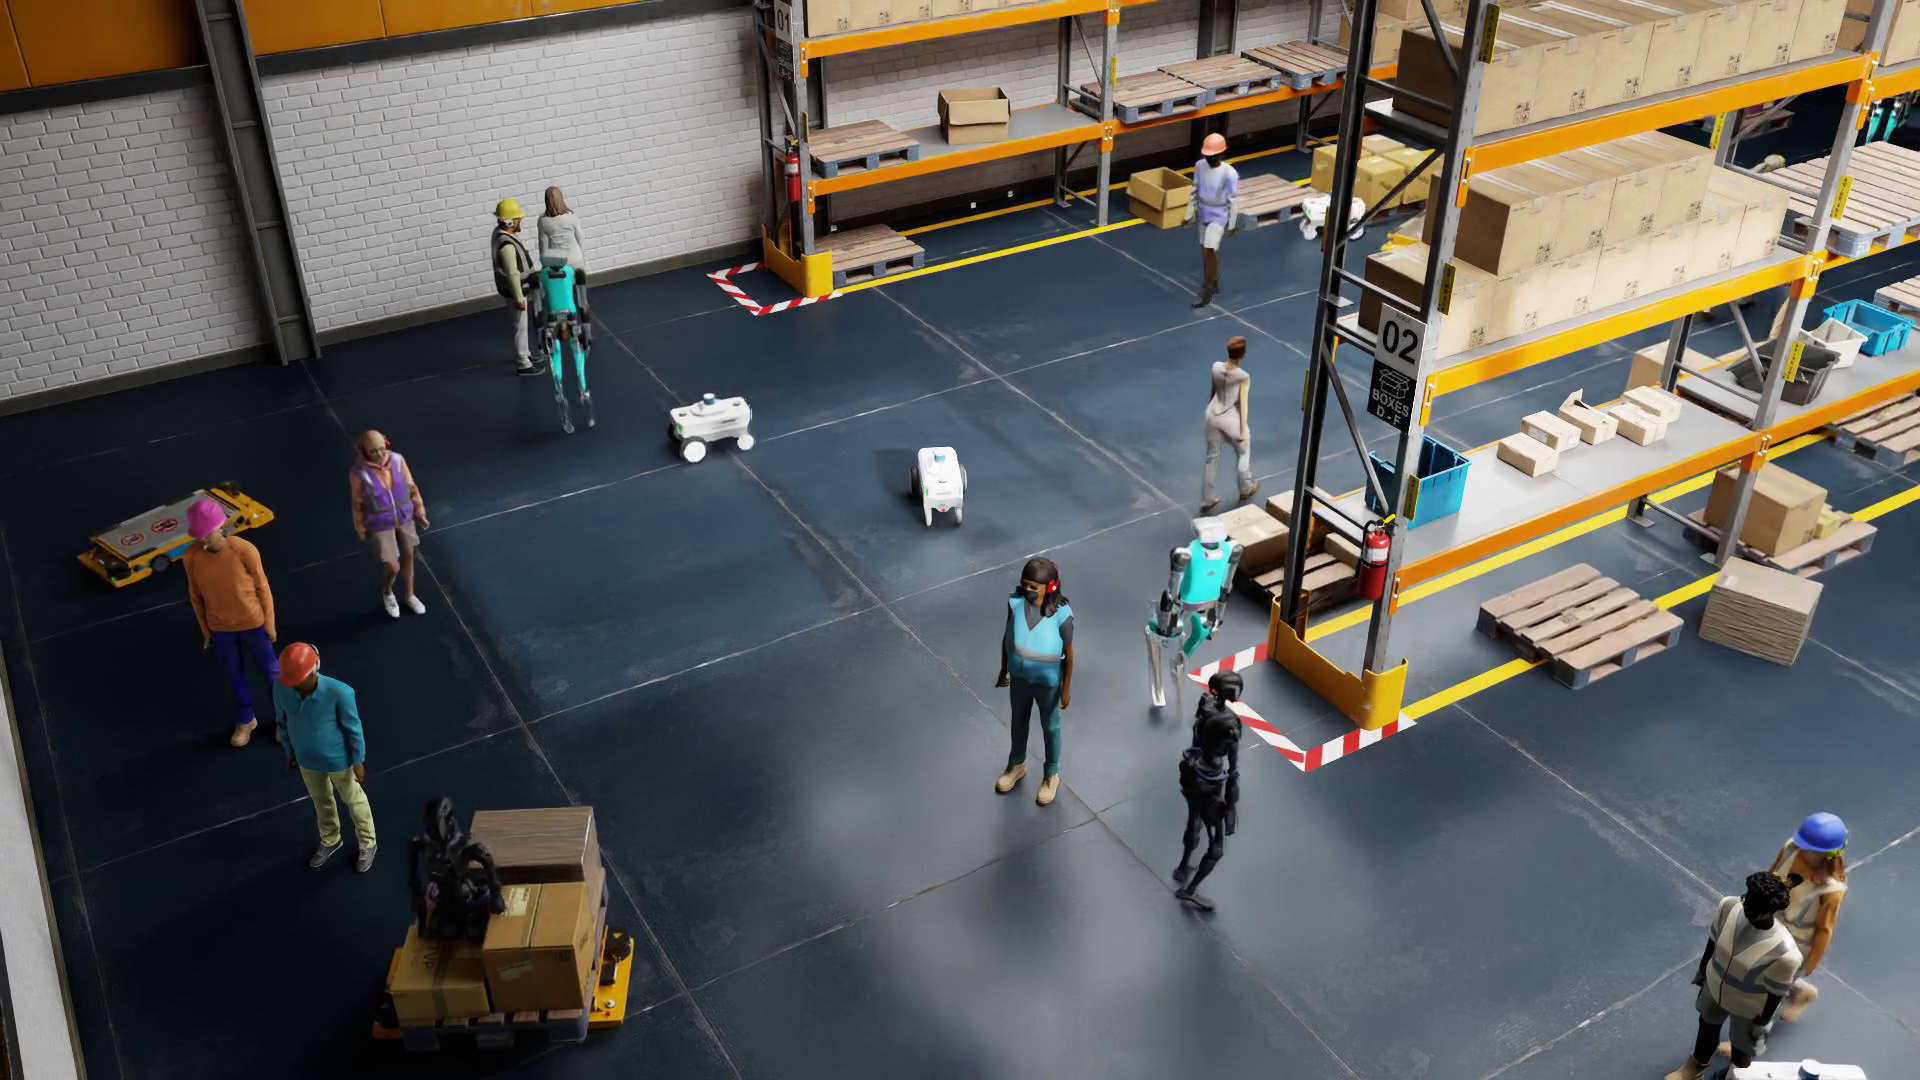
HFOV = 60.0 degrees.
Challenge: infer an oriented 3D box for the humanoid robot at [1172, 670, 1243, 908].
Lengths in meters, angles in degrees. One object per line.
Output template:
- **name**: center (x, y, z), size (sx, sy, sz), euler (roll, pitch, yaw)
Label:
- **humanoid robot**: center (1.512, 1.525, 10.333), size (0.414, 1.647, 0.589), euler (-10, 33, -15)

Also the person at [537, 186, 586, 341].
- **person**: center (-4.150, -2.899, 17.395), size (0.483, 1.661, 0.337), euler (-15, 35, -22)

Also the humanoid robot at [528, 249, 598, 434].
- **humanoid robot**: center (-3.677, -1.779, 15.547), size (0.547, 1.796, 0.674), euler (-8, 33, -13)

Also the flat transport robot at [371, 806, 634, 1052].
- **flat transport robot**: center (-2.700, 2.625, 9.897), size (1.431, 0.231, 0.659), euler (-2, 32, -3)

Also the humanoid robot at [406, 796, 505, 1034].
- **humanoid robot**: center (-2.802, 2.132, 9.358), size (0.584, 1.656, 0.369), euler (5, 32, 7)

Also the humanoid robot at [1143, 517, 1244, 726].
- **humanoid robot**: center (1.573, 0.523, 11.917), size (0.560, 1.826, 0.786), euler (-11, 34, -17)

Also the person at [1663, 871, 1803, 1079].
- **person**: center (4.145, 2.423, 8.882), size (0.322, 1.688, 0.528), euler (-13, 34, -20)

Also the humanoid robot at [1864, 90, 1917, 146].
- **humanoid robot**: center (11.898, -5.473, 21.453), size (0.539, 1.793, 0.788), euler (27, 41, 36)

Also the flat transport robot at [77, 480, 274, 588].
- **flat transport robot**: center (-6.688, -0.066, 14.189), size (0.659, 0.231, 1.431), euler (23, 39, 32)

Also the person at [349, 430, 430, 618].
- **person**: center (-4.425, -0.124, 12.946), size (0.402, 1.677, 0.510), euler (28, 41, 37)

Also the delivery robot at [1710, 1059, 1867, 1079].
- **delivery robot**: center (4.507, 3.037, 8.964), size (0.788, 0.587, 0.499), euler (1, 32, 2)

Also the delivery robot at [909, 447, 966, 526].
- **delivery robot**: center (-0.178, -0.518, 14.649), size (0.499, 0.603, 0.794), euler (-3, 32, -5)

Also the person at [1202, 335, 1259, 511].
- **person**: center (2.375, -1.058, 14.486), size (0.448, 1.636, 0.701), euler (23, 39, 31)

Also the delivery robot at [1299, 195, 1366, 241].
- **delivery robot**: center (4.518, -3.928, 20.086), size (0.801, 0.602, 0.499), euler (-1, 32, -2)

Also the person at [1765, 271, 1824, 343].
- **person**: center (8.778, -2.802, 17.199), size (0.411, 1.704, 0.699), euler (23, 39, 32)

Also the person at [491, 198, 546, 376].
- **person**: center (-4.445, -2.534, 16.665), size (0.403, 1.824, 0.591), euler (-10, 33, -15)

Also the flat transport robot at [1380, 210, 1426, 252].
- **flat transport robot**: center (5.667, -3.658, 19.917), size (0.659, 0.231, 1.431), euler (23, 39, 32)

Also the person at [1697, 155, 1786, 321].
- **person**: center (8.409, -3.238, 17.788), size (0.996, 1.822, 0.533), euler (-22, 38, -30)

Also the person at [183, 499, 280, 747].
- **person**: center (-5.026, 0.573, 11.558), size (0.511, 1.983, 0.390), euler (-4, 32, -7)

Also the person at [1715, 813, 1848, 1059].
- **person**: center (4.652, 2.158, 9.229), size (0.585, 1.759, 0.498), euler (-7, 33, -11)

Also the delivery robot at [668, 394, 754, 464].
- **delivery robot**: center (-2.353, -1.066, 15.534), size (0.796, 0.614, 0.499), euler (-13, 34, -19)

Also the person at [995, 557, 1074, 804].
- **person**: center (0.505, 0.920, 11.114), size (0.536, 1.865, 0.386), euler (15, 35, 23)

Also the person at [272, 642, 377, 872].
- **person**: center (-4.032, 1.362, 10.521), size (0.559, 1.743, 0.333), euler (5, 33, 9)

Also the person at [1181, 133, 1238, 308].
- **person**: center (2.673, -3.483, 18.090), size (0.746, 1.909, 0.558), euler (-23, 39, -32)
